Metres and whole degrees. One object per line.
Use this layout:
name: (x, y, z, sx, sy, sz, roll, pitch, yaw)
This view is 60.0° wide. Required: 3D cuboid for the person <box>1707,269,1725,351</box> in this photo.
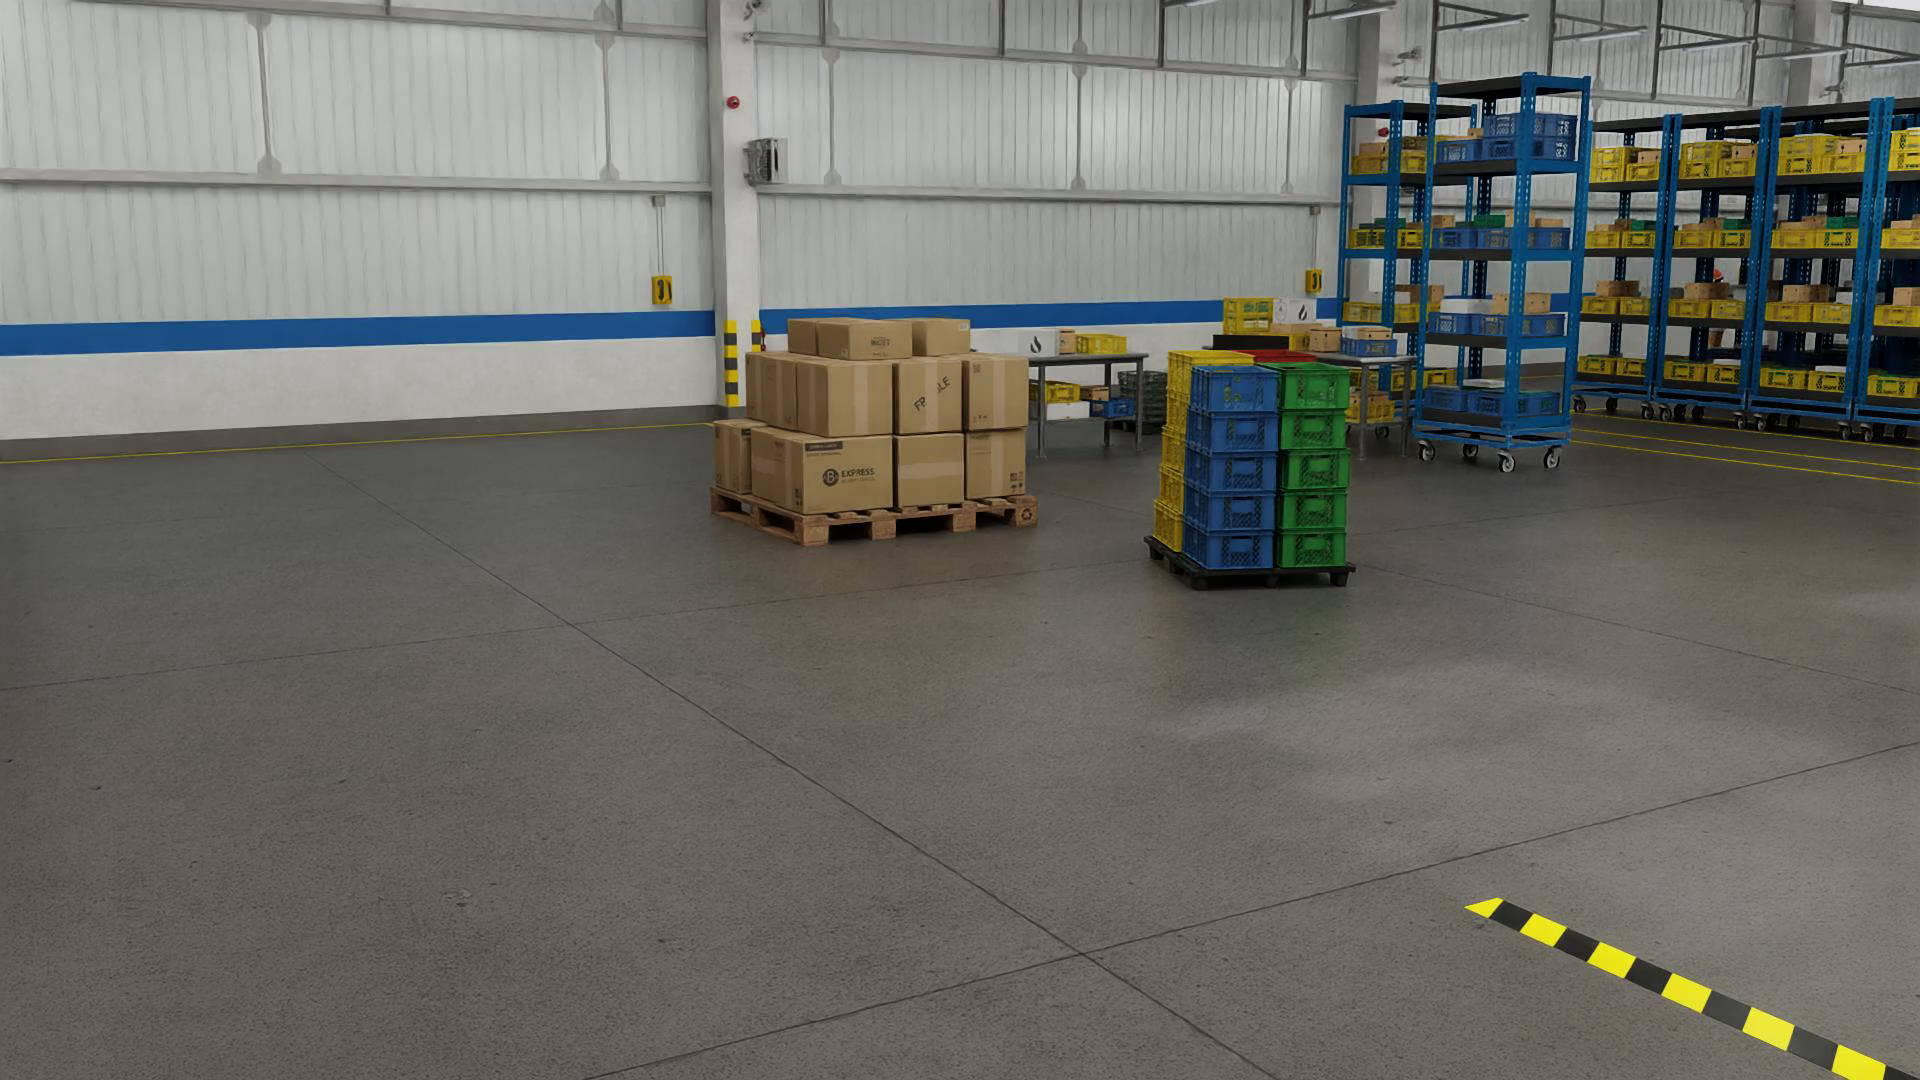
person: (11.323, -3.209, 25.073, 0.563, 1.742, 0.359, -9, 13, -40)
